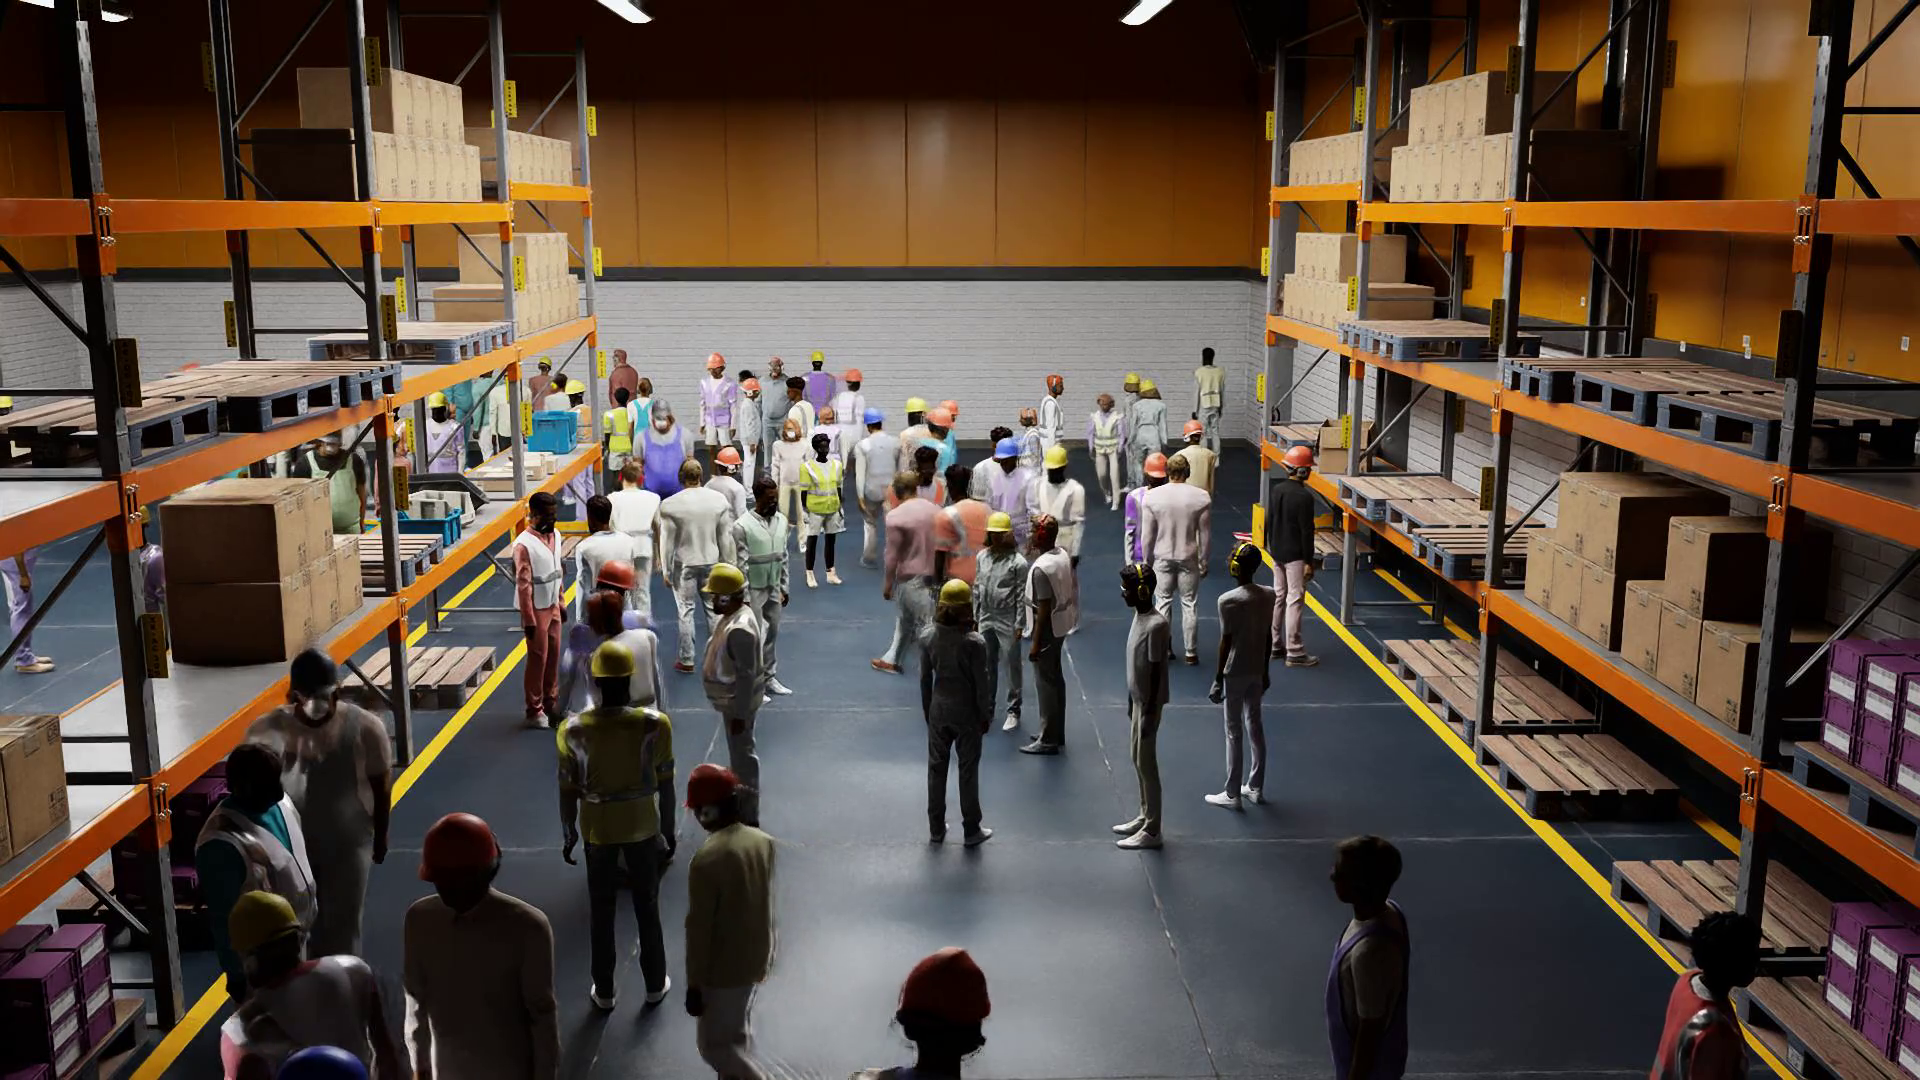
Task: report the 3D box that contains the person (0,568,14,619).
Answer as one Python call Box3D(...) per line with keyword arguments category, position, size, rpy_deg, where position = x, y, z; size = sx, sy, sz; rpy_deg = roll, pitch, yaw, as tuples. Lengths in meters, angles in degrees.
Box3D(category="person", position=(-9.632, -0.090, 16.496), size=(0.579, 1.880, 0.360), rpy_deg=(-8, 14, -37))

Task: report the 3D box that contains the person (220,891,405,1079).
Box3D(category="person", position=(-2.332, 2.081, 5.882), size=(0.857, 1.767, 0.641), rpy_deg=(6, 13, 27))

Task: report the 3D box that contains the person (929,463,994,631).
Box3D(category="person", position=(0.050, 0.310, 14.343), size=(0.505, 1.938, 0.618), rpy_deg=(11, 15, 43))

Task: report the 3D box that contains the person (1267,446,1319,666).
Box3D(category="person", position=(3.017, 0.138, 15.051), size=(0.389, 1.996, 0.612), rpy_deg=(-5, 12, -22))

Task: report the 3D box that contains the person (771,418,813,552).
Box3D(category="person", position=(-2.008, -0.657, 19.951), size=(0.507, 1.631, 0.266), rpy_deg=(0, 11, -2))

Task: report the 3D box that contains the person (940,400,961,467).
Box3D(category="person", position=(-0.168, -0.889, 20.858), size=(0.355, 1.737, 0.576), rpy_deg=(-3, 12, -16))

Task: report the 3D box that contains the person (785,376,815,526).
Box3D(category="person", position=(-2.077, -1.155, 21.646), size=(0.385, 1.958, 0.607), rpy_deg=(3, 12, 15))

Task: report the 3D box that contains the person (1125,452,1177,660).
Box3D(category="person", position=(1.781, 0.150, 15.175), size=(0.549, 1.927, 0.393), rpy_deg=(-1, 11, -4))

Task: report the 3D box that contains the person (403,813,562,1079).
Box3D(category="person", position=(-1.753, 1.934, 6.080), size=(0.620, 1.986, 0.408), rpy_deg=(3, 12, 14))

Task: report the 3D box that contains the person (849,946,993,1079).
Box3D(category="person", position=(-0.096, 2.179, 4.820), size=(0.615, 2.005, 0.988), rpy_deg=(6, 13, 27))

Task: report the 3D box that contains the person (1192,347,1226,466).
Box3D(category="person", position=(3.966, -2.110, 26.537), size=(0.591, 1.914, 0.394), rpy_deg=(-6, 13, -26))

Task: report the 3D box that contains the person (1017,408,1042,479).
Box3D(category="person", position=(0.871, -0.839, 20.848), size=(0.311, 1.638, 0.523), rpy_deg=(-2, 11, -9))

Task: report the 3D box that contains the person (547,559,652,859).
Box3D(category="person", position=(-2.289, 1.069, 10.635), size=(0.583, 1.888, 0.837), rpy_deg=(-11, 16, -44))

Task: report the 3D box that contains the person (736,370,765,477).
Box3D(category="person", position=(-3.227, -1.815, 25.714), size=(0.869, 1.639, 0.564), rpy_deg=(-5, 13, -25))

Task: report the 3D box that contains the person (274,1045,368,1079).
Box3D(category="person", position=(-1.648, 2.266, 4.543), size=(0.416, 1.938, 0.616), rpy_deg=(-8, 14, -33))

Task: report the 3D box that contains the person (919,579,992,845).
Box3D(category="person", position=(-0.024, 1.111, 10.814), size=(0.484, 1.743, 0.303), rpy_deg=(5, 12, 24))

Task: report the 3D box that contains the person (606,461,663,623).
Box3D(category="person", position=(-3.052, 0.169, 15.442), size=(0.633, 1.771, 0.994), rpy_deg=(-4, 12, -18))

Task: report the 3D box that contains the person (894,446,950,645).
Box3D(category="person", position=(-0.294, 0.077, 15.519), size=(0.674, 1.927, 0.827), rpy_deg=(-7, 13, -30))

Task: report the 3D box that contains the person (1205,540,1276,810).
Box3D(category="person", position=(1.928, 0.922, 11.427), size=(0.515, 1.876, 0.328), rpy_deg=(-8, 14, -34))

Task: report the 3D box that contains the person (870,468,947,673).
Box3D(category="person", position=(-0.351, 0.318, 14.449), size=(1.074, 1.885, 0.638), rpy_deg=(8, 14, 34))

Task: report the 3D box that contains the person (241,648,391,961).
Box3D(category="person", position=(-3.210, 1.463, 8.295), size=(0.698, 2.000, 1.065), rpy_deg=(-2, 11, -9))

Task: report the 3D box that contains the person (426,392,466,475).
Box3D(category="person", position=(-6.234, -0.820, 20.033), size=(0.610, 1.924, 0.384), rpy_deg=(1, 11, 7))

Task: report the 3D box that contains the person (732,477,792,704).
Box3D(category="person", position=(-1.663, 0.407, 13.938), size=(0.391, 1.911, 0.582), rpy_deg=(9, 14, 37))

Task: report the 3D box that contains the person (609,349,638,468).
Box3D(category="person", position=(-5.344, -2.059, 26.298), size=(0.402, 1.906, 0.652), rpy_deg=(4, 12, 21))

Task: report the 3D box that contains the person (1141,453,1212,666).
Box3D(category="person", position=(1.935, 0.185, 14.971), size=(0.629, 1.935, 0.372), rpy_deg=(1, 11, 4))

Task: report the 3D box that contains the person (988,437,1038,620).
Box3D(category="person", position=(0.546, -0.074, 16.384), size=(0.636, 1.902, 0.992), rpy_deg=(7, 13, 31))

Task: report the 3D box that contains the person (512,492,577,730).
Box3D(category="person", position=(-3.323, 0.554, 13.202), size=(0.410, 1.908, 0.598), rpy_deg=(3, 12, 14))

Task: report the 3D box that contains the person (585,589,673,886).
Box3D(category="person", position=(-2.044, 1.189, 10.137), size=(0.461, 1.855, 0.681), rpy_deg=(7, 13, 32))

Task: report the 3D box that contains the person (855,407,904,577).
Box3D(category="person", position=(-0.888, -0.544, 18.735), size=(0.625, 1.902, 0.997), rpy_deg=(-4, 12, -20))

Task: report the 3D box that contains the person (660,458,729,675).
Box3D(category="person", position=(-2.351, 0.230, 14.777), size=(0.635, 1.932, 0.363), rpy_deg=(-6, 13, -26))

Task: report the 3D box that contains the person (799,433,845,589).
Box3D(category="person", position=(-1.500, -0.324, 18.122), size=(0.541, 1.696, 0.315), rpy_deg=(-7, 13, -33))

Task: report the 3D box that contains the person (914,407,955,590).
Box3D(category="person", position=(-0.241, -0.418, 17.770), size=(0.426, 2.044, 0.617), rpy_deg=(-8, 14, -35))

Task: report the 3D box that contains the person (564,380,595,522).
Box3D(category="person", position=(-4.908, -1.102, 21.494), size=(0.399, 1.912, 0.592), rpy_deg=(4, 12, 19))

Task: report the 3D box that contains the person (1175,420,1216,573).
Box3D(category="person", position=(2.615, -0.481, 18.804), size=(0.570, 1.740, 0.362), rpy_deg=(-6, 13, -28))

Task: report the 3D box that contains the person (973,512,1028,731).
Box3D(category="person", position=(0.306, 0.638, 13.179), size=(0.487, 1.746, 0.288), rpy_deg=(7, 13, 32))
